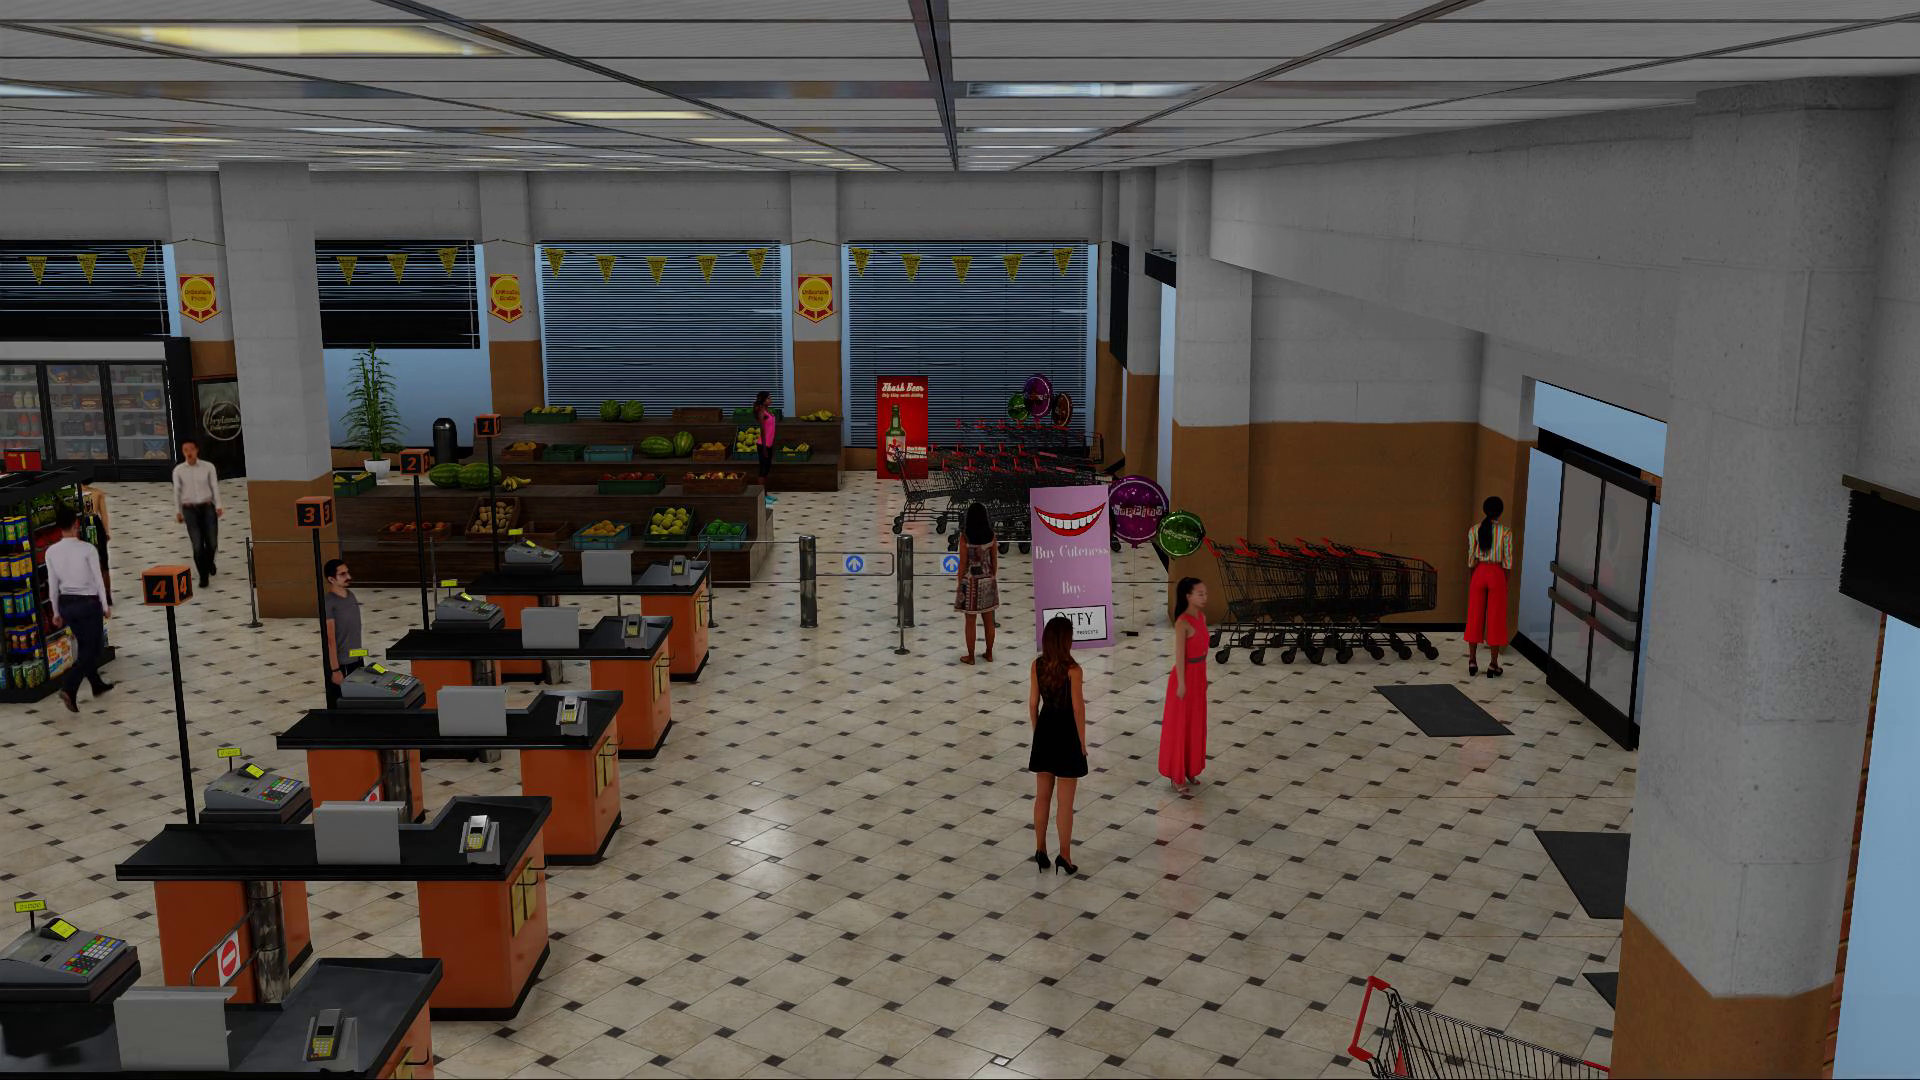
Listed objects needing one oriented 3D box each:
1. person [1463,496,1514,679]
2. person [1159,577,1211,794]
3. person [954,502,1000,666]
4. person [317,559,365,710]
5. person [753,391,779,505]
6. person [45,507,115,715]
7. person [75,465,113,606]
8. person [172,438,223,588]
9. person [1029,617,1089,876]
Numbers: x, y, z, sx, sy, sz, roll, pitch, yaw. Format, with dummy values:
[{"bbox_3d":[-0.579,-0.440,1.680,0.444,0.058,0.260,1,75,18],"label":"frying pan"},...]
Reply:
[{"bbox_3d":[5.173,0.450,16.283,0.630,1.793,0.735,7,14,30],"label":"person"},{"bbox_3d":[1.818,1.135,13.194,0.754,1.726,0.716,9,15,35],"label":"person"},{"bbox_3d":[0.171,0.428,16.751,0.639,1.645,0.784,-6,13,-27],"label":"person"},{"bbox_3d":[-5.084,1.011,13.710,0.563,1.755,0.622,1,12,5],"label":"person"},{"bbox_3d":[-2.974,-1.425,25.358,0.588,1.724,0.596,2,12,9],"label":"person"},{"bbox_3d":[-8.088,0.651,15.218,1.112,1.839,0.679,0,12,2],"label":"person"},{"bbox_3d":[-9.931,-0.042,18.962,0.648,1.653,0.731,-9,15,-35],"label":"person"},{"bbox_3d":[-9.170,-0.345,20.053,0.904,1.796,0.906,-5,13,-22],"label":"person"},{"bbox_3d":[0.669,1.426,11.548,0.633,1.834,0.729,8,14,32],"label":"person"}]
